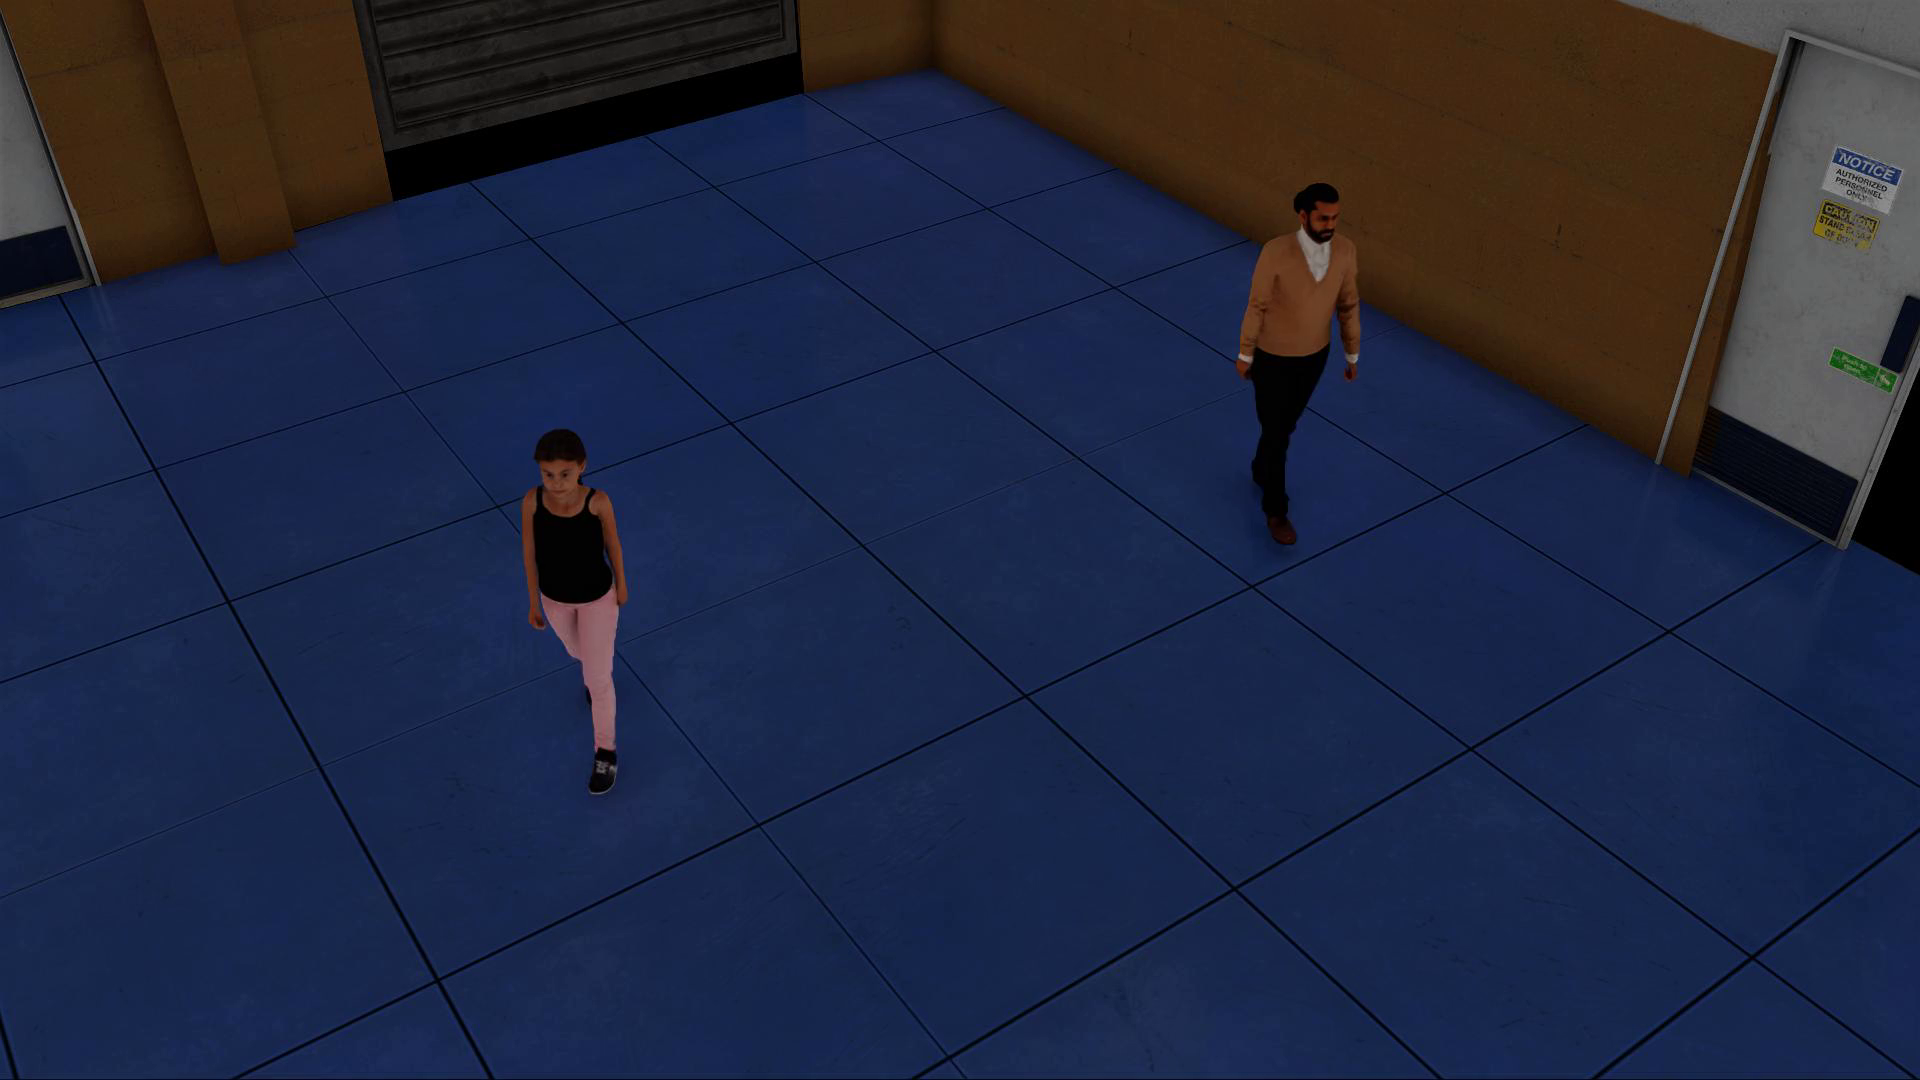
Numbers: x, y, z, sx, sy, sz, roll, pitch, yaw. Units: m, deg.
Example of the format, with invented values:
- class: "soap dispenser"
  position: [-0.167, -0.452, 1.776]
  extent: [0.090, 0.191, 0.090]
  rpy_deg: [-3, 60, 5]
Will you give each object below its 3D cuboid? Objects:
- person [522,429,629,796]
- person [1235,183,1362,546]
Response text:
- class: "person"
  position: [-1.513, 0.183, 6.624]
  extent: [0.990, 1.535, 0.970]
  rpy_deg: [2, 37, 2]
- class: "person"
  position: [1.542, -0.918, 7.927]
  extent: [0.942, 1.732, 0.904]
  rpy_deg: [-11, 38, -15]
